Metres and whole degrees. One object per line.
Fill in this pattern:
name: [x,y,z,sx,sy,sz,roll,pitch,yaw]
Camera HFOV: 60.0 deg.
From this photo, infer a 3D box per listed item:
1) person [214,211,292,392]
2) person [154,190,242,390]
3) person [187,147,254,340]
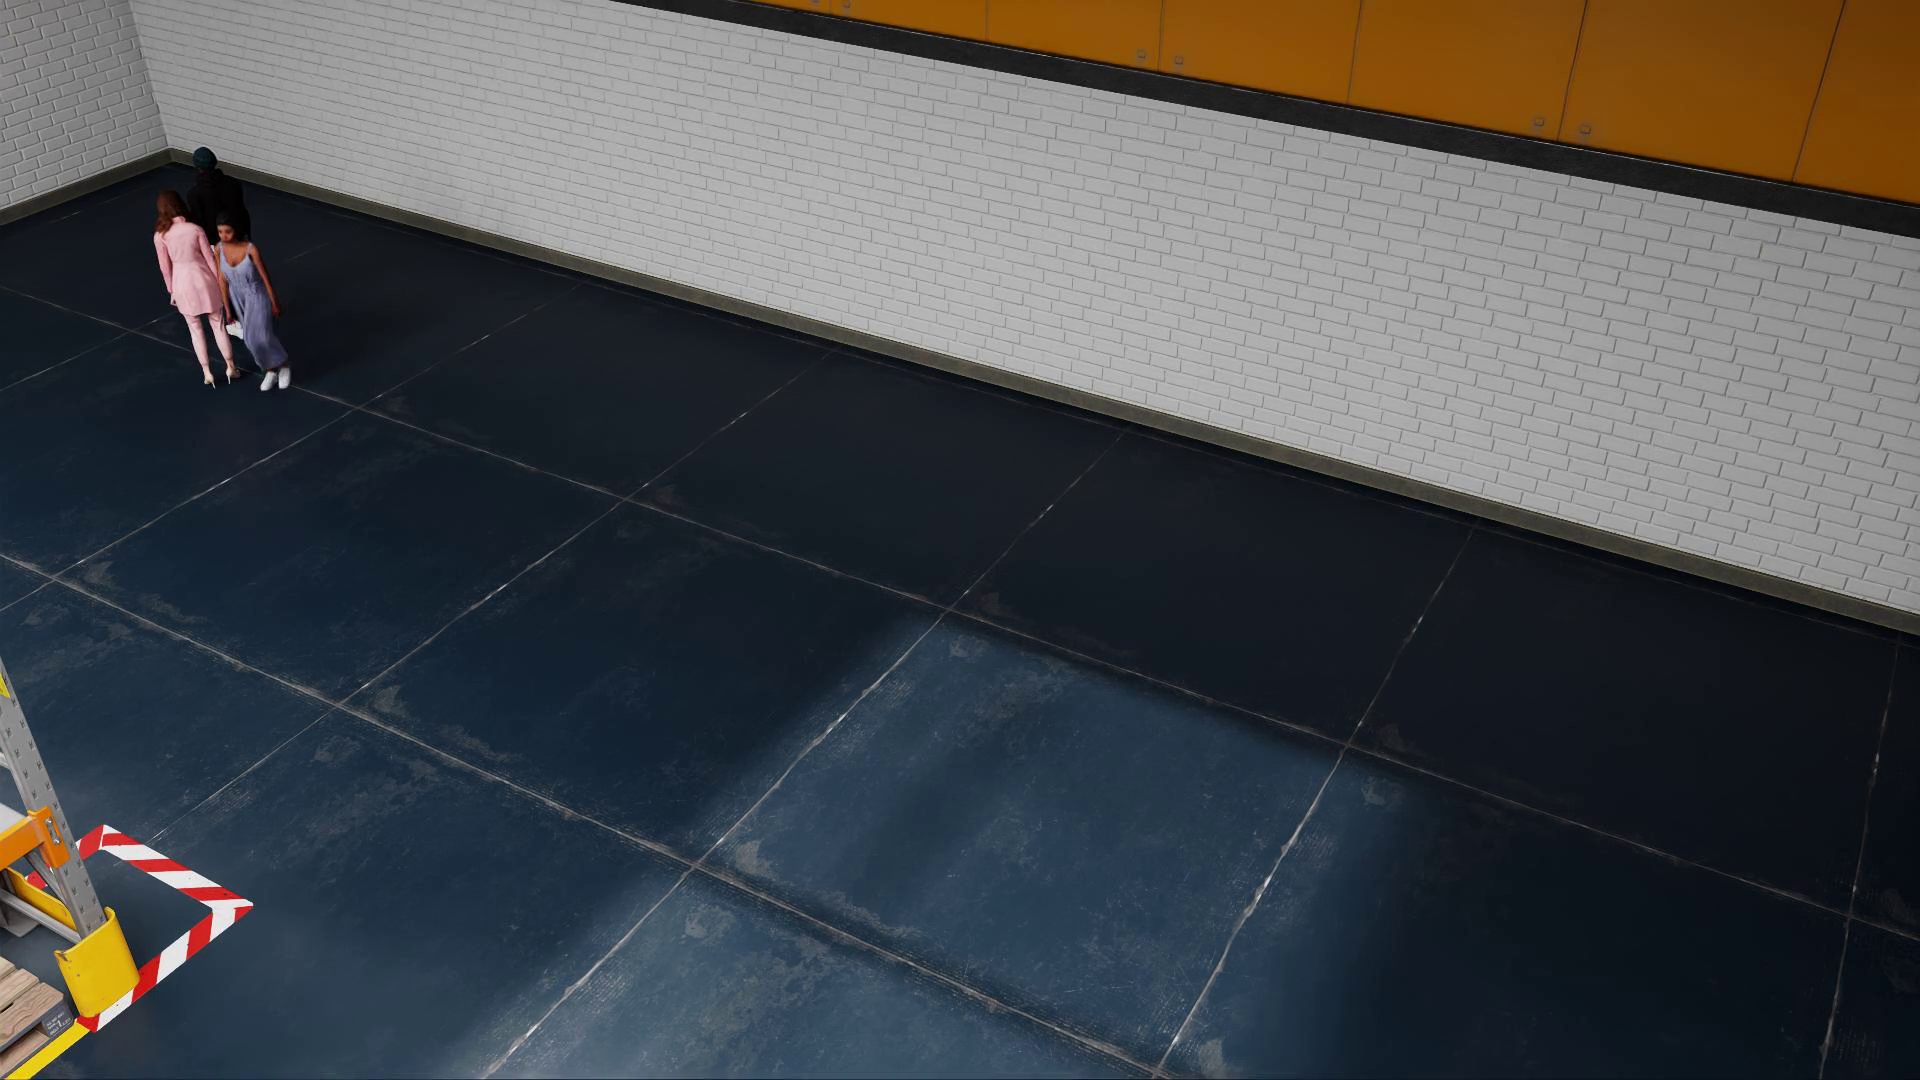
person: [-6.127,-2.108,14.466,0.676,1.680,0.756,5,34,7]
person: [-6.639,-2.169,14.447,0.657,1.802,0.752,-14,36,-20]
person: [-6.743,-2.748,15.305,0.781,1.818,0.599,27,42,35]
